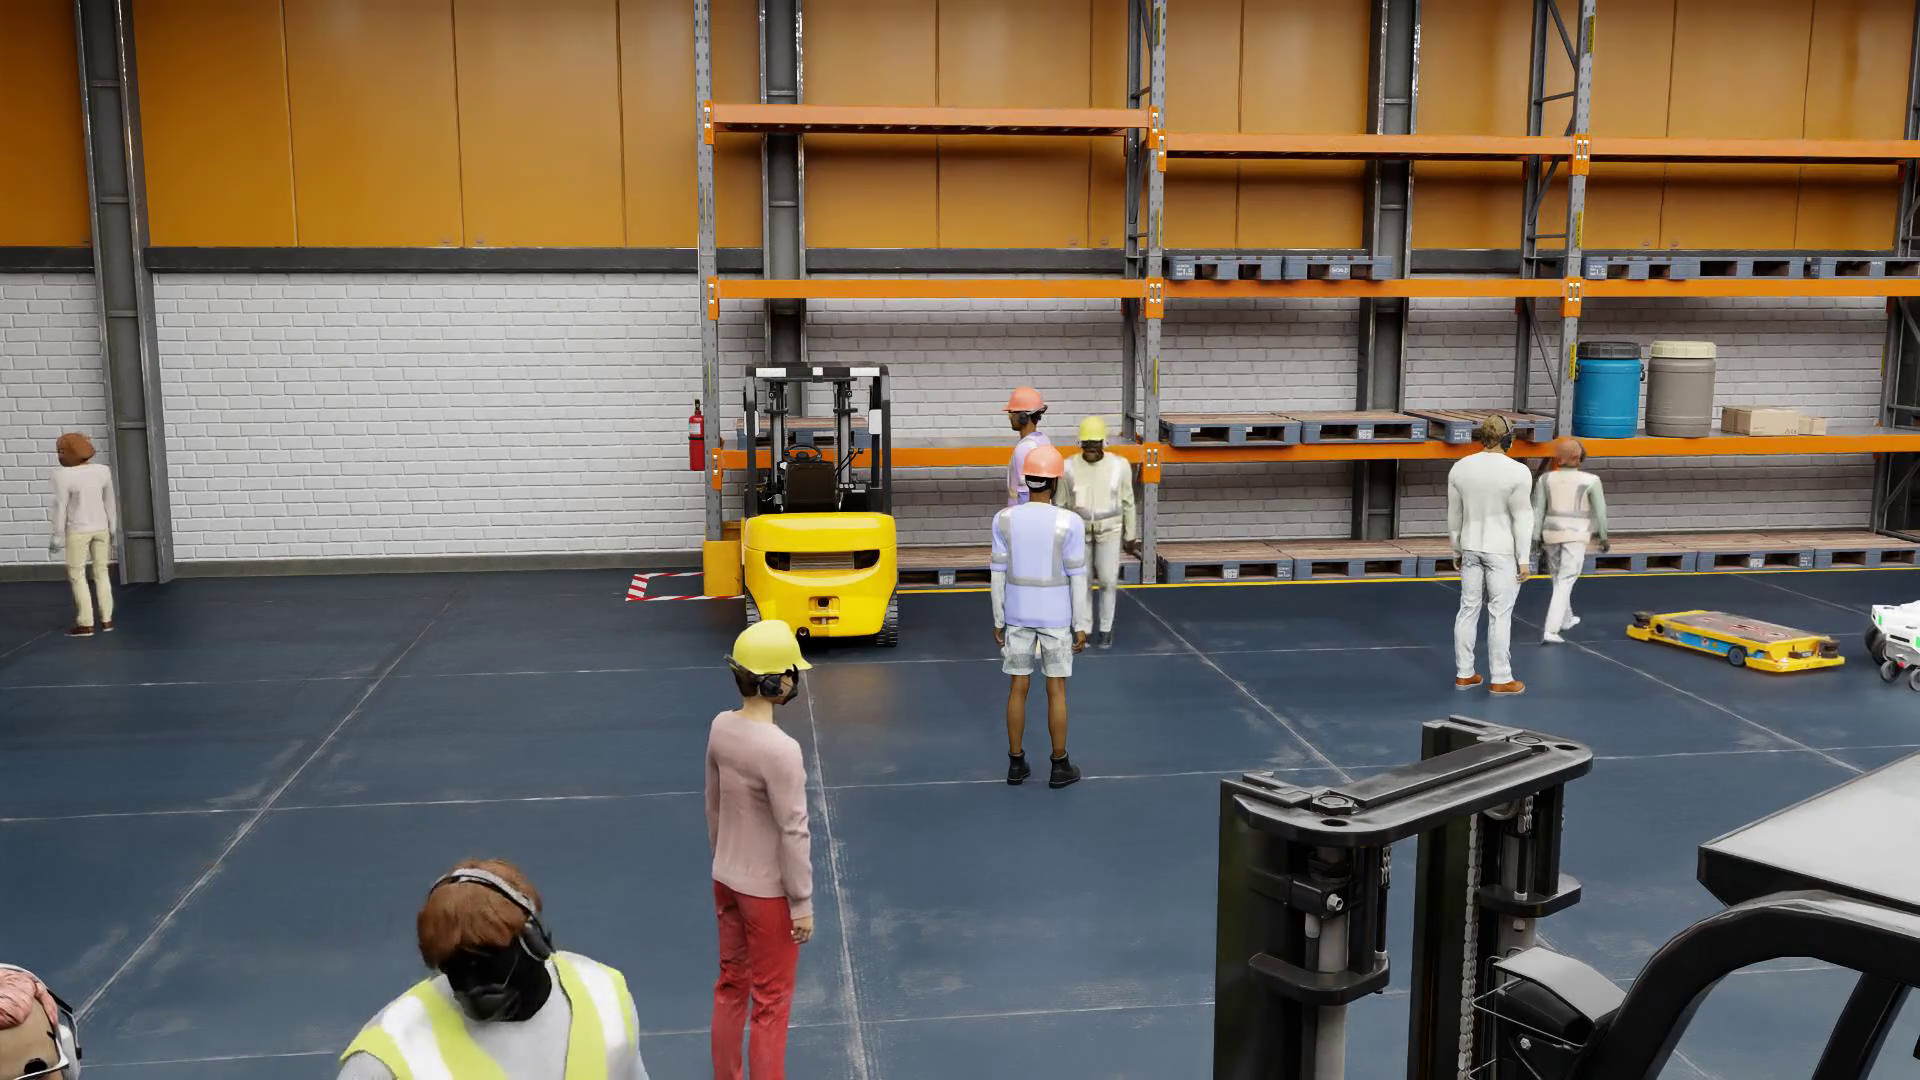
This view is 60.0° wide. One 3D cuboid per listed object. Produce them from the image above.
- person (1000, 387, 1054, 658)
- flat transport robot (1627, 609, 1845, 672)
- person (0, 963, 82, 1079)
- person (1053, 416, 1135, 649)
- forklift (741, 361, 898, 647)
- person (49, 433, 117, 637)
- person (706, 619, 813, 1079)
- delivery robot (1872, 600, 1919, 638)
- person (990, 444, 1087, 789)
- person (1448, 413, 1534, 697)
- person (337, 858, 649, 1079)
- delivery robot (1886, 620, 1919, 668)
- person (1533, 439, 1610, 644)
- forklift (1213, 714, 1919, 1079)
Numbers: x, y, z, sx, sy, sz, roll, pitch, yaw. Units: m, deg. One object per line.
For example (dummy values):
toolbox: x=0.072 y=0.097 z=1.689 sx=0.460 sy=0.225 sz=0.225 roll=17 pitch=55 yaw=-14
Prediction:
person: x=0.496 y=-0.130 z=12.519 sx=0.378 sy=2.045 sz=0.605 roll=3 pitch=10 yaw=18
flat transport robot: x=5.853 y=0.740 z=12.611 sx=0.652 sy=0.197 sz=1.431 roll=-4 pitch=10 yaw=-24
person: x=-1.377 y=1.546 z=2.490 sx=0.409 sy=1.908 sz=0.647 roll=6 pitch=11 yaw=34
person: x=1.013 y=-0.045 z=12.706 sx=0.625 sy=1.811 sz=0.524 roll=1 pitch=9 yaw=8
forklift: x=-1.154 y=-0.340 z=13.365 sx=1.214 sy=2.155 sz=2.313 roll=-1 pitch=9 yaw=-7
person: x=-6.978 y=-0.042 z=13.290 sx=0.310 sy=1.624 sz=0.546 roll=5 pitch=10 yaw=27
person: x=-0.641 y=1.133 z=5.503 sx=0.329 sy=1.767 sz=0.528 roll=-7 pitch=11 yaw=-37
delivery robot: x=7.088 y=0.621 z=12.174 sx=0.707 sy=0.478 sz=0.477 roll=4 pitch=10 yaw=22
person: x=0.452 y=0.428 z=9.372 sx=0.551 sy=1.934 sz=0.372 roll=3 pitch=10 yaw=18
person: x=3.638 y=0.100 z=11.413 sx=0.373 sy=1.940 sz=0.628 roll=-8 pitch=12 yaw=-40
person: x=-0.849 y=1.478 z=3.215 sx=0.476 sy=1.819 sz=0.676 roll=8 pitch=12 yaw=40
delivery robot: x=6.881 y=0.705 z=11.655 sx=0.707 sy=0.478 sz=0.477 roll=-2 pitch=9 yaw=-12
person: x=4.794 y=0.004 z=13.103 sx=0.878 sy=1.591 sz=0.526 roll=-8 pitch=12 yaw=-42
forklift: x=1.441 y=1.425 z=2.350 sx=1.214 sy=2.155 sz=2.313 roll=-7 pitch=12 yaw=-39
